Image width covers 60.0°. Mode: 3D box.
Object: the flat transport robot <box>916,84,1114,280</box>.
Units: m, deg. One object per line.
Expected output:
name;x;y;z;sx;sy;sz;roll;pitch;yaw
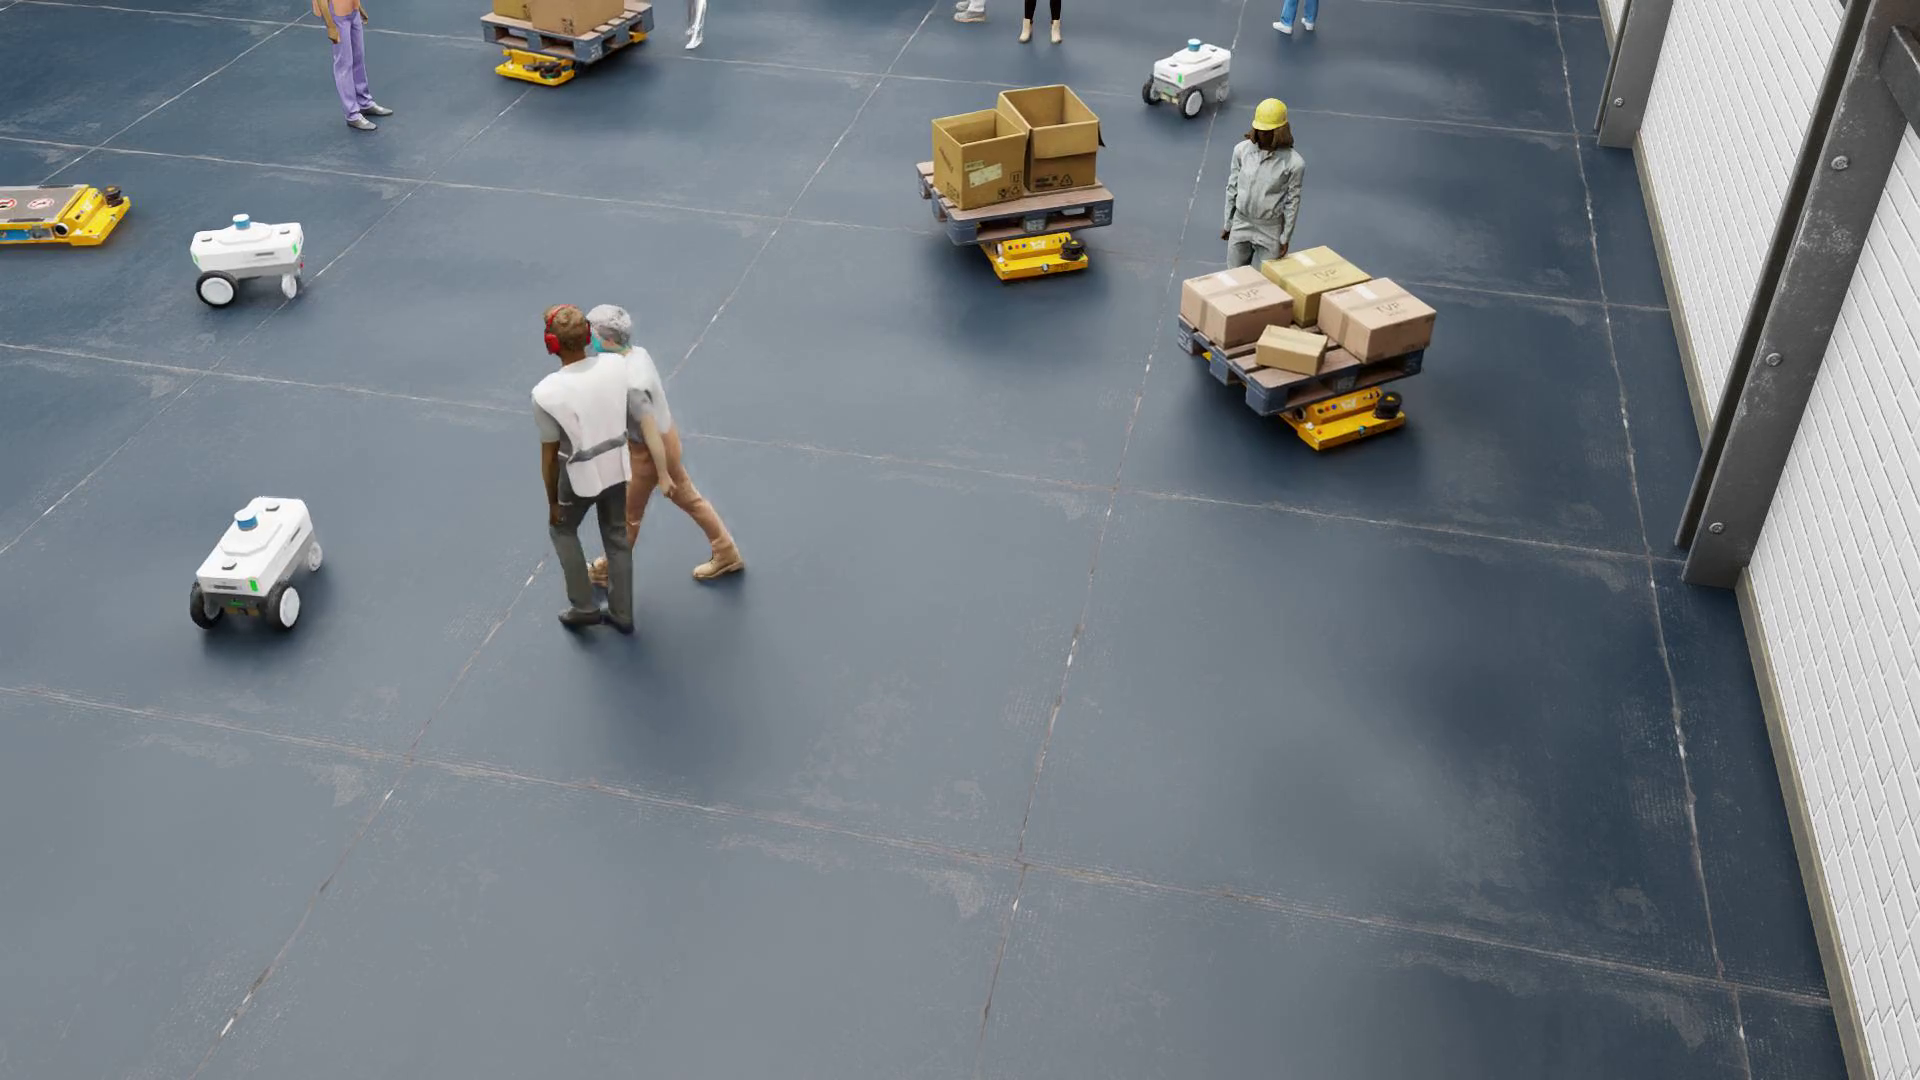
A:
flat transport robot;0.406;-2.370;12.390;0.659;0.231;1.431;-10;38;-14

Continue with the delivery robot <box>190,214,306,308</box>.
delivery robot;-4.988;-1.976;11.633;0.776;0.604;0.499;-8;38;-11

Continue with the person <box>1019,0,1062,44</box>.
person;0.786;-5.422;15.279;0.531;1.697;0.320;4;37;6

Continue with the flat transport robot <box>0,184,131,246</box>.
flat transport robot;-7.067;-2.412;12.447;1.431;0.231;0.659;-2;37;-3

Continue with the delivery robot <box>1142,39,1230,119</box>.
delivery robot;1.983;-3.994;14.340;0.815;0.612;0.499;-29;46;-33

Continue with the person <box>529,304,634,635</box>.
person;-1.869;-0.328;8.365;0.594;1.814;0.529;-30;46;-34

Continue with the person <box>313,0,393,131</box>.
person;-5.089;-4.320;13.683;0.389;1.845;0.563;6;37;7

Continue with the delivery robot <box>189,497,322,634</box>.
delivery robot;-3.727;0.102;8.828;0.499;0.577;0.769;4;37;5

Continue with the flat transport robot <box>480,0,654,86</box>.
flat transport robot;-3.563;-4.538;15.291;0.659;0.231;1.431;17;40;21

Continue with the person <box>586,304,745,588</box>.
person;-1.637;-0.458;8.645;0.948;1.682;0.508;-2;37;-3

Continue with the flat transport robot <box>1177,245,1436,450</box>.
flat transport robot;2.144;-1.068;10.648;0.659;0.231;1.431;-16;40;-21

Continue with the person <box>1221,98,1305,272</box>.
person;1.906;-1.986;10.644;0.484;1.743;0.295;18;40;22

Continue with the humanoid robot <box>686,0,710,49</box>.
humanoid robot;-2.496;-5.432;15.294;0.536;1.797;0.854;18;41;23

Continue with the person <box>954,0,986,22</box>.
person;0.114;-5.879;15.736;0.339;1.883;0.582;3;37;5

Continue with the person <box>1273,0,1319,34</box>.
person;3.212;-5.604;15.498;0.489;1.729;0.369;-11;38;-15
